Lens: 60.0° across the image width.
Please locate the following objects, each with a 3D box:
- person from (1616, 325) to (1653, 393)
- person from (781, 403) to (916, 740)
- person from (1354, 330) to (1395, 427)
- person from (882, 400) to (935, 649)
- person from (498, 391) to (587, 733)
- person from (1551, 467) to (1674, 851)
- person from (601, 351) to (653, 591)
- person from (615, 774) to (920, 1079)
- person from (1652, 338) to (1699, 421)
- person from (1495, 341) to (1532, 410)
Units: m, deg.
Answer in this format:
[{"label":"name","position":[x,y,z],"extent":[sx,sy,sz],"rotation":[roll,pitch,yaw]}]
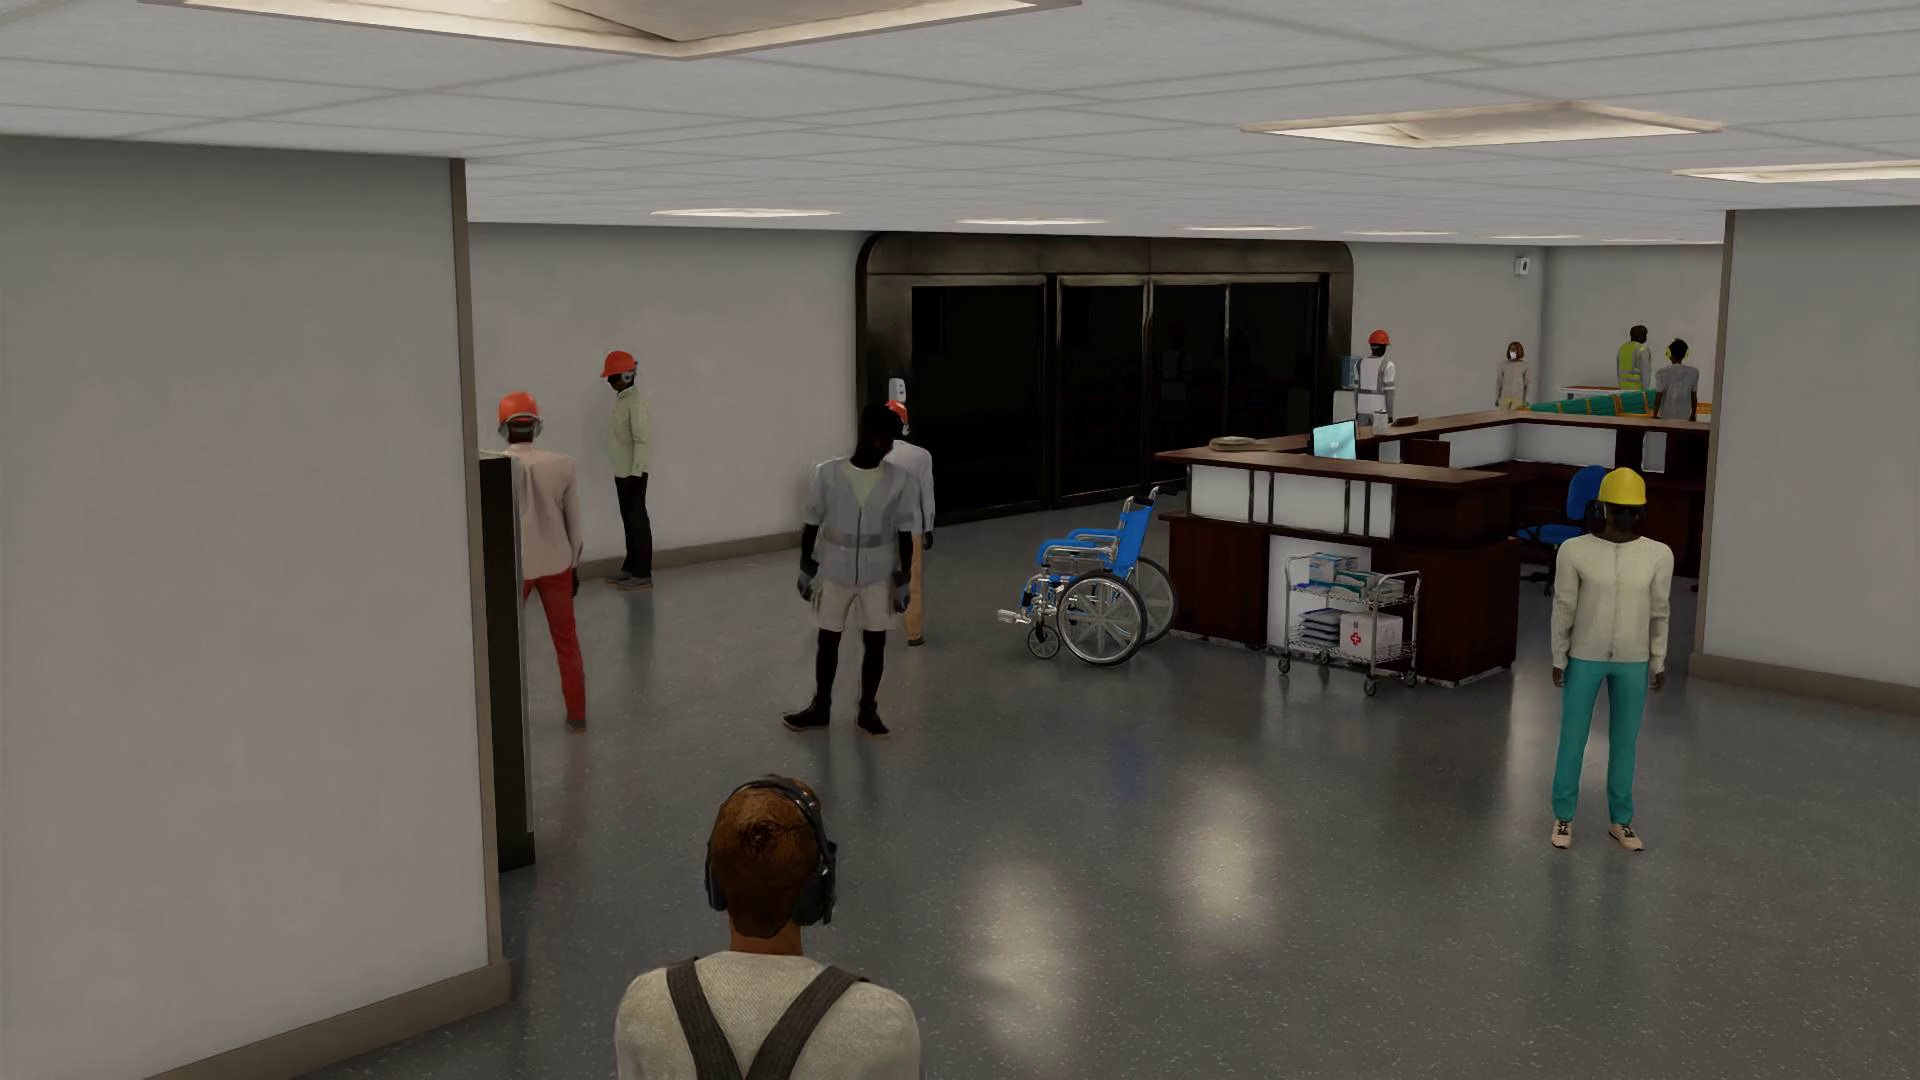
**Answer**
[{"label":"person","position":[9.859,-2.212,24.289],"extent":[0.429,1.844,0.626],"rotation":[-3,10,-17]},{"label":"person","position":[-0.630,0.182,9.355],"extent":[0.764,1.922,0.451],"rotation":[0,9,0]},{"label":"person","position":[5.012,-1.569,20.090],"extent":[0.392,1.929,0.546],"rotation":[-9,13,-43]},{"label":"person","position":[-0.450,-0.107,11.669],"extent":[0.564,1.743,0.352],"rotation":[1,9,7]},{"label":"person","position":[-2.462,0.138,9.478],"extent":[0.632,1.989,0.421],"rotation":[-4,10,-24]},{"label":"person","position":[2.966,0.544,7.604],"extent":[0.522,1.771,0.306],"rotation":[1,9,7]},{"label":"person","position":[-2.764,-0.576,13.808],"extent":[0.393,1.986,0.610],"rotation":[-4,10,-25]},{"label":"person","position":[-0.305,1.294,2.764],"extent":[0.508,1.844,0.332],"rotation":[1,9,9]},{"label":"person","position":[8.112,-1.352,18.918],"extent":[0.520,1.874,0.332],"rotation":[1,9,3]},{"label":"person","position":[7.853,-2.002,23.634],"extent":[0.497,1.633,0.284],"rotation":[6,11,33]}]
